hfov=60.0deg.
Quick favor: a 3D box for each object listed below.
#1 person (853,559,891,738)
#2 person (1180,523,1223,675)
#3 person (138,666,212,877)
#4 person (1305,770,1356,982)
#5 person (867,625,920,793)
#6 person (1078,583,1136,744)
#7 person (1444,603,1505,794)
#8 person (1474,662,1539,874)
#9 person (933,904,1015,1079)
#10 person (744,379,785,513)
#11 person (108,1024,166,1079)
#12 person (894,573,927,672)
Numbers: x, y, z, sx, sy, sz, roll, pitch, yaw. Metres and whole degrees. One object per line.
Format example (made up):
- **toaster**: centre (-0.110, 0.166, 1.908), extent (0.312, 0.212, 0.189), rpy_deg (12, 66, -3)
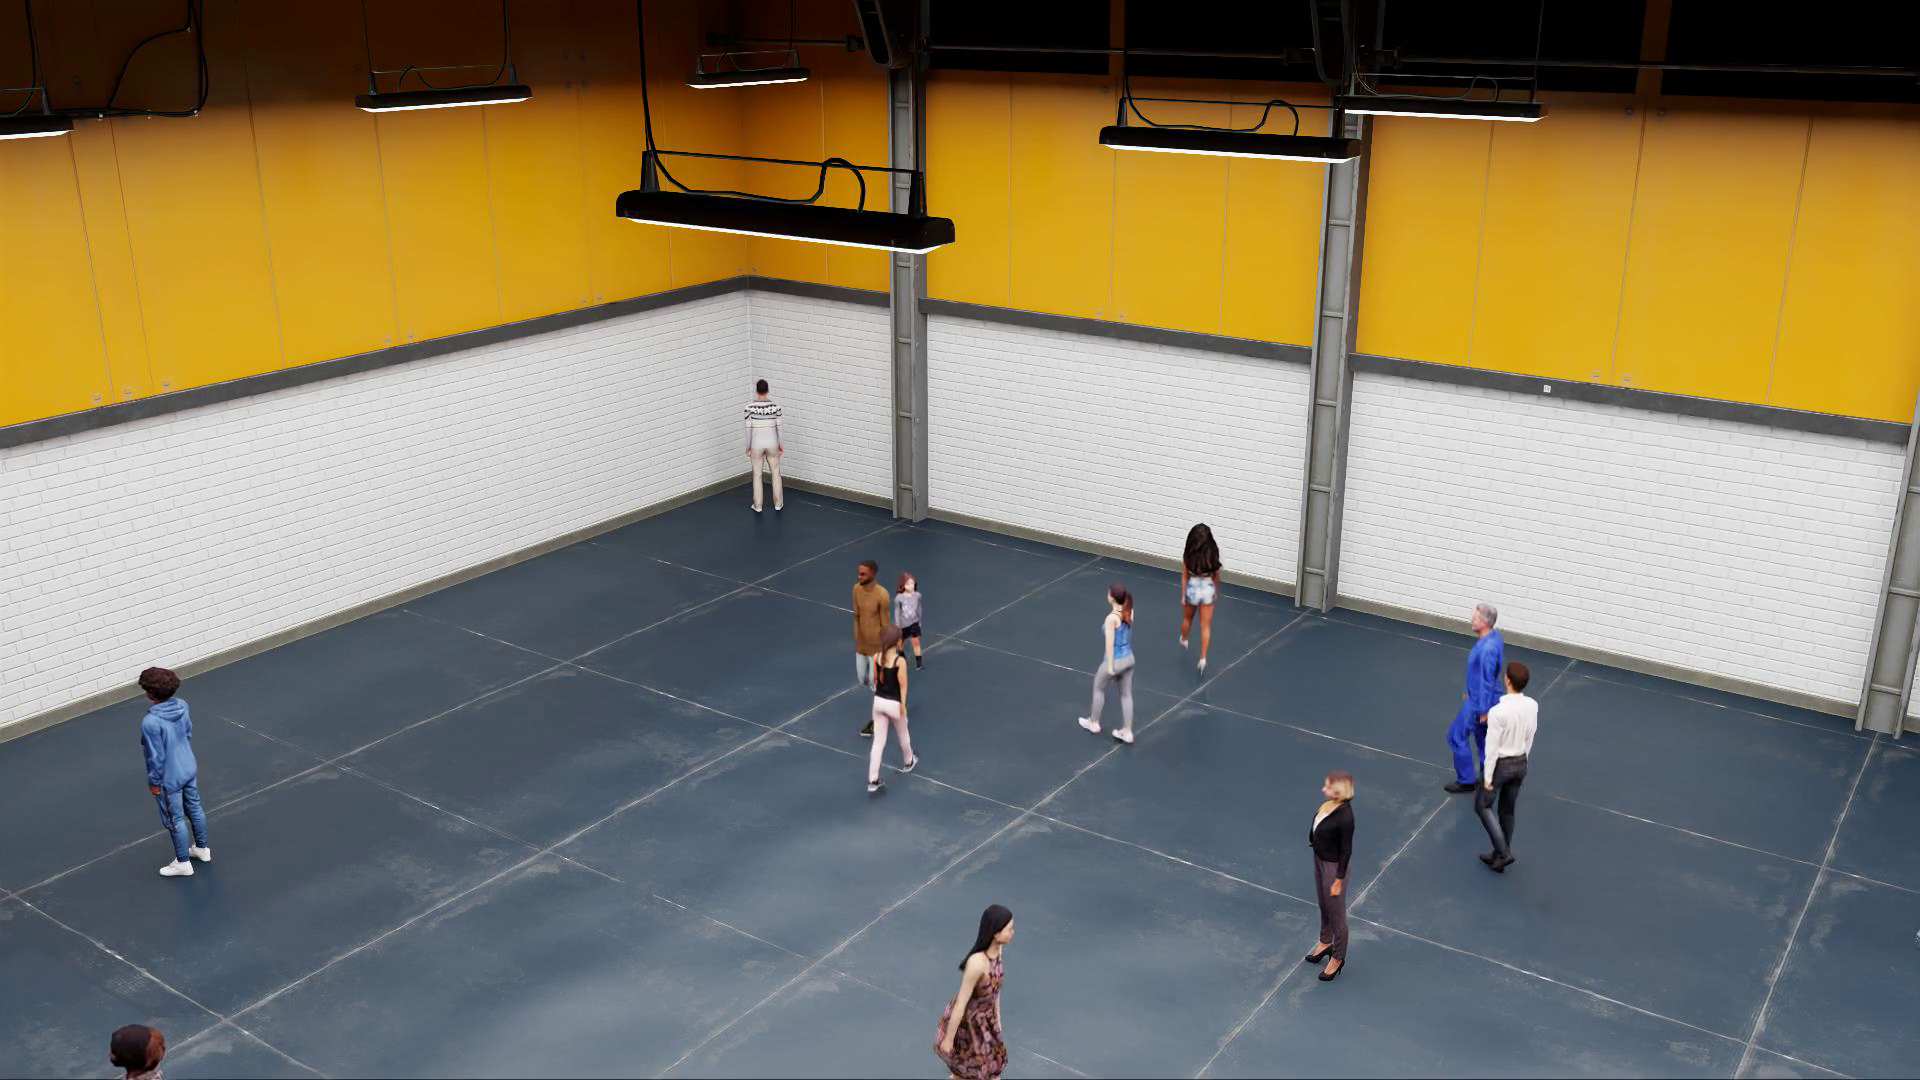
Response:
- **person**: centre (-0.782, 1.015, 16.285), extent (0.837, 1.799, 0.731), rpy_deg (14, 23, 36)
- **person**: centre (2.564, 0.650, 17.695), extent (1.006, 1.592, 0.984), rpy_deg (-1, 19, -2)
- **person**: centre (-6.479, 1.885, 13.684), extent (0.711, 1.810, 0.753), rpy_deg (4, 19, 12)
- **person**: centre (2.753, 2.446, 12.244), extent (0.726, 1.666, 0.677), rpy_deg (-2, 19, -6)
- **person**: centre (-0.676, 1.551, 15.121), extent (1.014, 1.527, 0.750), rpy_deg (7, 20, 20)
- **person**: centre (1.576, 1.205, 16.053), extent (0.701, 1.588, 0.905), rpy_deg (-14, 23, -36)
- **person**: centre (4.795, 1.453, 14.964), extent (0.738, 1.813, 0.785), rpy_deg (9, 21, 25)
- **person**: centre (4.503, 1.905, 13.551), extent (0.846, 1.858, 0.904), rpy_deg (-7, 20, -19)
- **person**: centre (0.027, 3.065, 10.312), extent (0.826, 1.727, 0.745), rpy_deg (8, 20, 22)
- **person**: centre (-2.721, -1.315, 23.109), extent (0.754, 1.860, 0.796), rpy_deg (-4, 19, -13)
- **person**: centre (-4.388, 3.456, 9.244), extent (1.171, 1.667, 1.059), rpy_deg (-2, 19, -5)
- **person**: centre (-0.582, 0.858, 17.880), extent (0.720, 1.079, 0.838), rpy_deg (-8, 20, -21)
